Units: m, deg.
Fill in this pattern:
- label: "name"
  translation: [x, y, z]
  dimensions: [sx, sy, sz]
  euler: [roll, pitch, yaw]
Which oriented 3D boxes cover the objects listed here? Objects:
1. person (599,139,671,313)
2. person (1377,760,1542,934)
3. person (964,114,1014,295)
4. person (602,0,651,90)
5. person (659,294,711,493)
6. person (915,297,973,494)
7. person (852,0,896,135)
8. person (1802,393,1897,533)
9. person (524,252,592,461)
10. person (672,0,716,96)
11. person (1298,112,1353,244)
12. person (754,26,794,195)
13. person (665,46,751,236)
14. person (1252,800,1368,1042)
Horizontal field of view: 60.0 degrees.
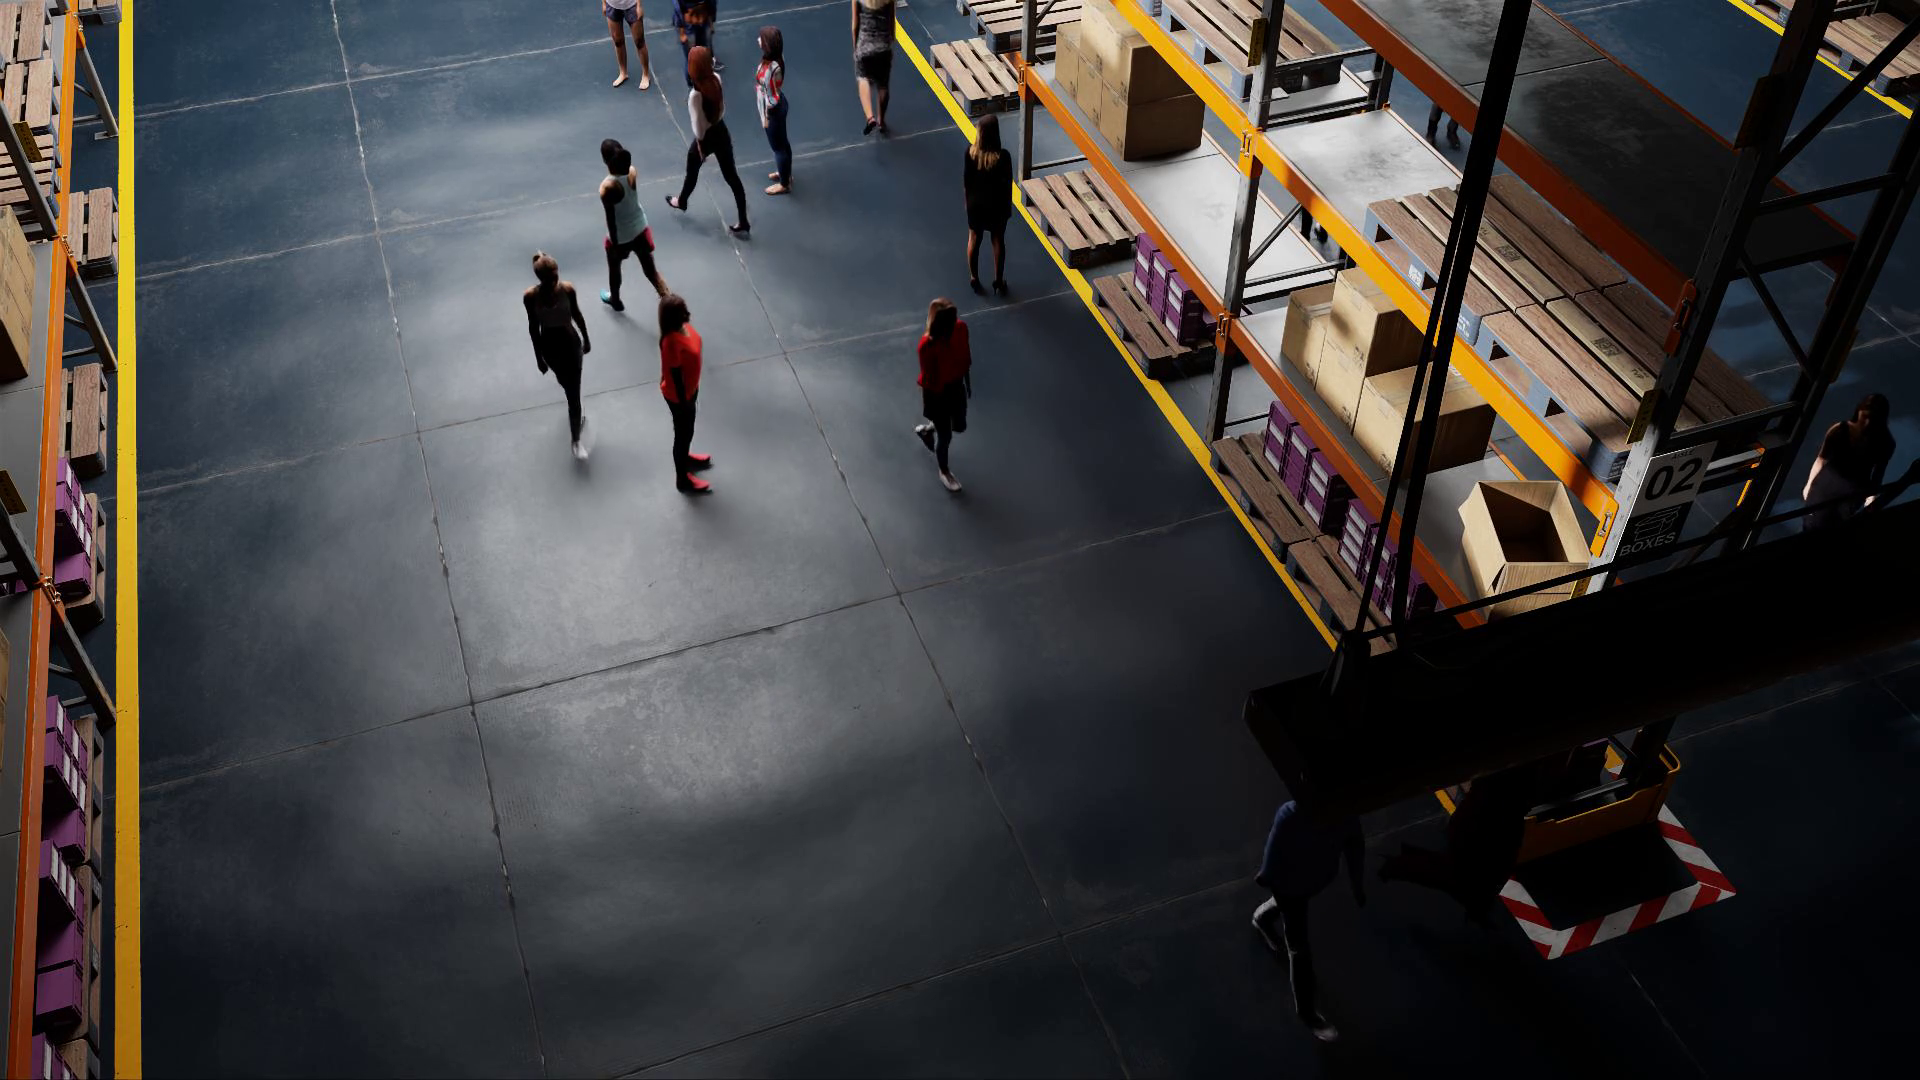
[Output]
- label: "person"
  translation: [-2.621, -2.432, 13.527]
  dimensions: [1.284, 1.722, 1.003]
  euler: [31, 52, 28]
- label: "person"
  translation: [2.850, 1.578, 9.314]
  dimensions: [1.130, 1.726, 1.008]
  euler: [29, 51, 27]
- label: "person"
  translation: [0.227, -2.808, 13.955]
  dimensions: [0.617, 1.676, 0.627]
  euler: [9, 44, 9]
- label: "person"
  translation: [-3.358, -5.351, 16.602]
  dimensions: [0.680, 1.707, 0.702]
  euler: [9, 44, 10]
- label: "person"
  translation: [-2.046, -1.103, 12.155]
  dimensions: [0.738, 1.690, 0.609]
  euler: [-5, 44, -5]
- label: "person"
  translation: [-0.155, -1.118, 12.171]
  dimensions: [0.788, 1.689, 0.910]
  euler: [-31, 52, -28]
- label: "person"
  translation: [-0.805, -4.602, 15.828]
  dimensions: [0.660, 1.689, 0.823]
  euler: [-5, 44, -5]
- label: "person"
  translation: [6.020, -0.355, 11.392]
  dimensions: [1.050, 1.660, 1.156]
  euler: [14, 45, 15]
- label: "person"
  translation: [-3.045, -1.506, 12.603]
  dimensions: [0.668, 1.655, 1.129]
  euler: [-11, 45, -11]
- label: "person"
  translation: [-2.609, -5.030, 16.325]
  dimensions: [0.681, 1.624, 0.673]
  euler: [-32, 52, -29]
- label: "person"
  translation: [3.173, -3.325, 14.531]
  dimensions: [0.580, 1.628, 0.536]
  euler: [-11, 45, -12]
- label: "person"
  translation: [-1.685, -3.934, 15.181]
  dimensions: [0.718, 1.614, 0.582]
  euler: [3, 44, 3]
- label: "person"
  translation: [-2.093, -3.449, 14.607]
  dimensions: [1.204, 1.704, 1.080]
  euler: [22, 48, 21]
- label: "person"
  translation: [1.838, 1.755, 9.054]
  dimensions: [0.774, 1.829, 1.188]
  euler: [-20, 47, -19]
